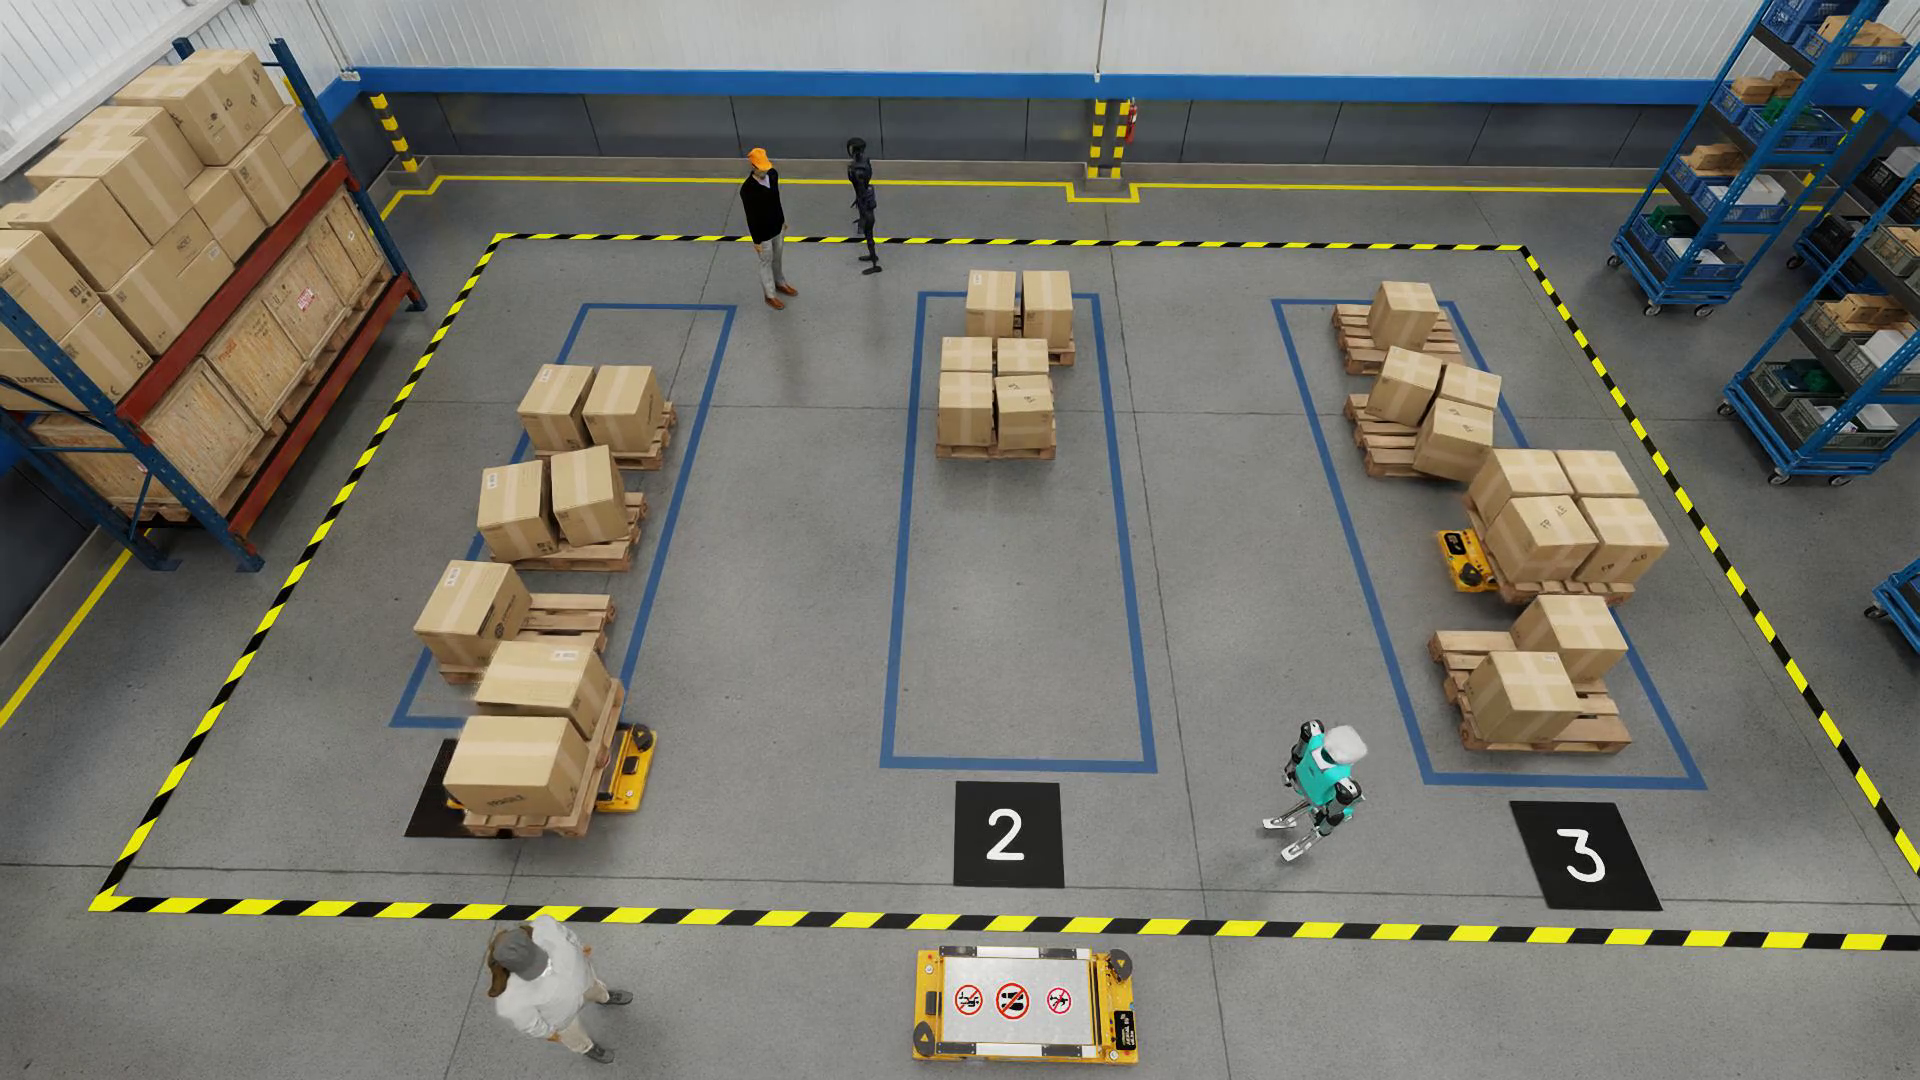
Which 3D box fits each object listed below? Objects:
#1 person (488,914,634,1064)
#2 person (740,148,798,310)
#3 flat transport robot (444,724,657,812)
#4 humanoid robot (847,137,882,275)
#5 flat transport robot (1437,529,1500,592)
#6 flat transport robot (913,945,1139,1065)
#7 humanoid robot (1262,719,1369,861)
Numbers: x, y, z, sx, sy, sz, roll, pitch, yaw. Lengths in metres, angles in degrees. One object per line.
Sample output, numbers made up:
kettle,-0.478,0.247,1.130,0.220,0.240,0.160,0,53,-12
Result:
person,-2.343,2.632,5.373,0.401,1.764,0.571,6,51,5
person,-2.138,-3.493,10.292,0.381,1.880,0.589,22,54,17
flat transport robot,-3.133,1.734,7.054,1.431,0.197,0.652,1,51,1
humanoid robot,-1.135,-3.918,10.761,0.315,1.657,0.599,-6,51,-5
flat transport robot,5.190,0.163,8.335,1.431,0.197,0.652,1,51,1
flat transport robot,0.422,3.041,6.007,1.431,0.231,0.659,1,51,1
humanoid robot,2.495,1.657,6.104,0.735,1.673,0.533,-13,52,-10
